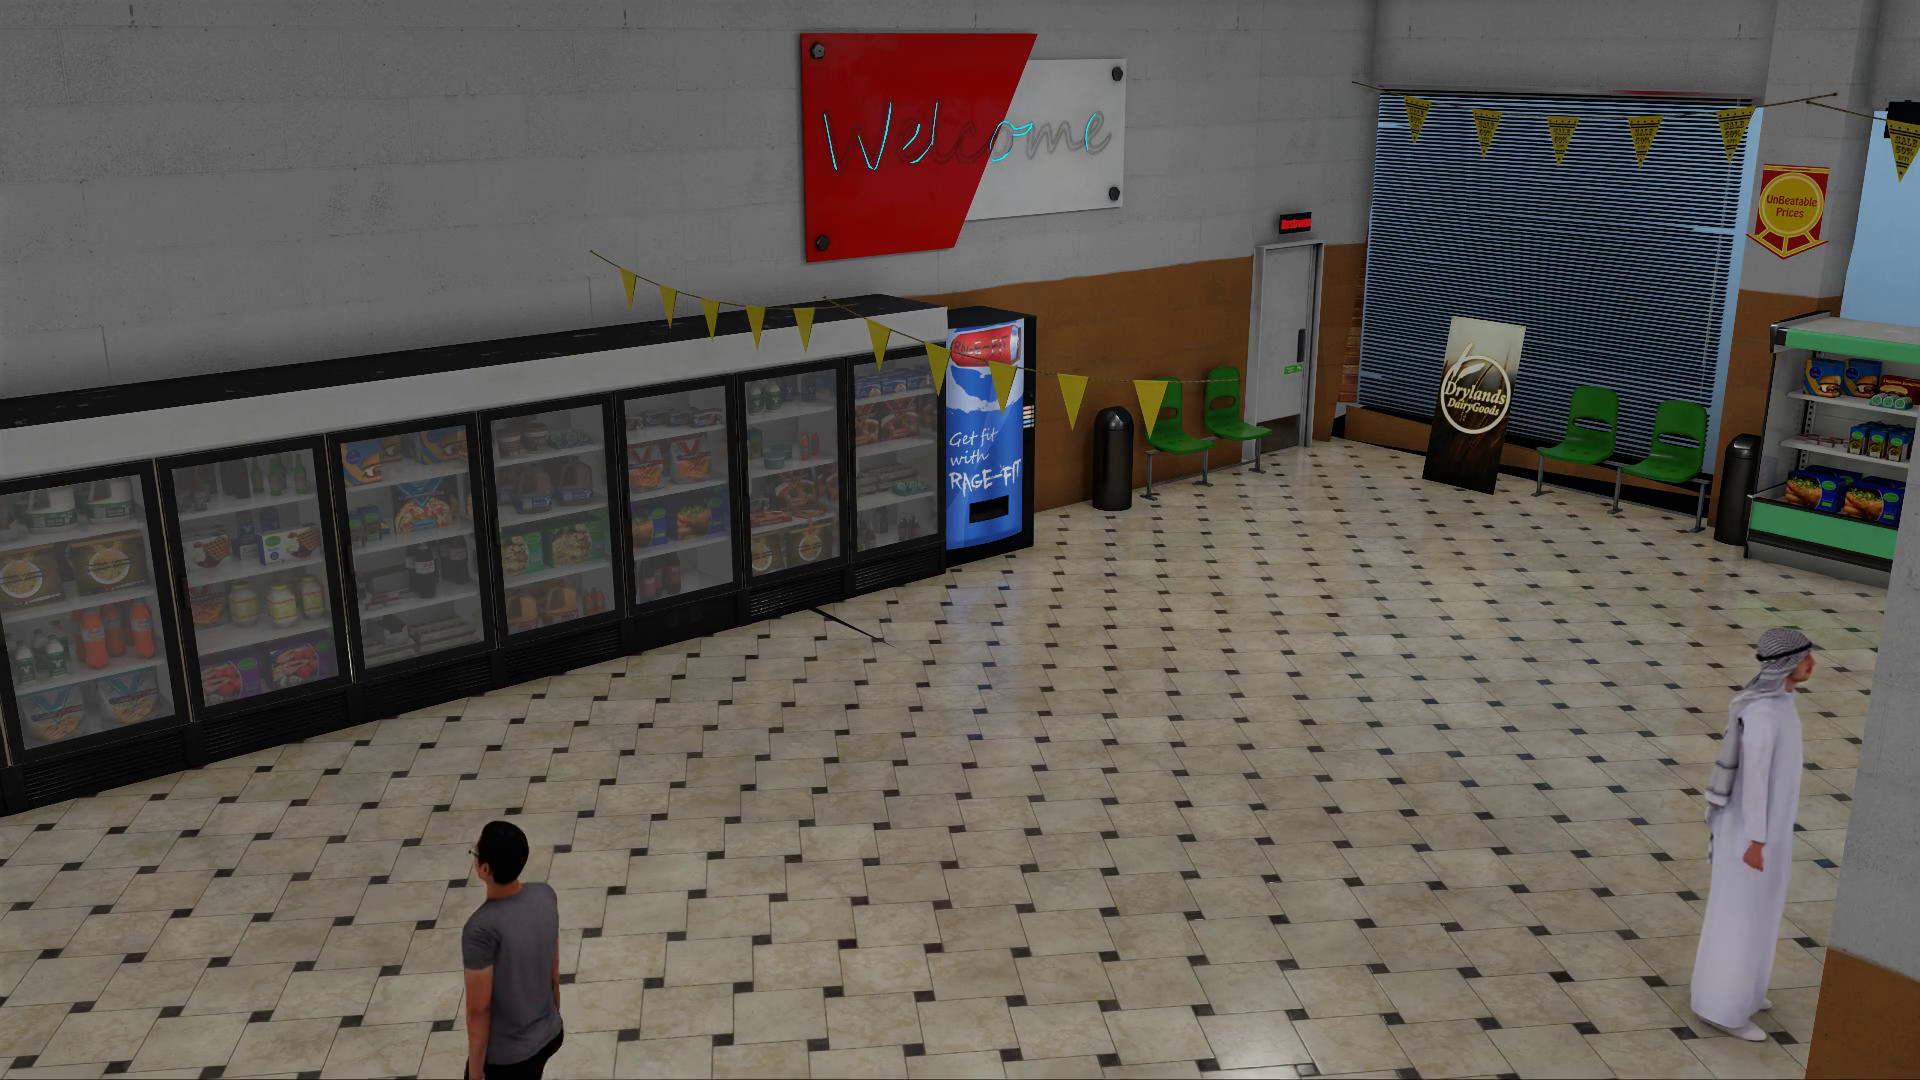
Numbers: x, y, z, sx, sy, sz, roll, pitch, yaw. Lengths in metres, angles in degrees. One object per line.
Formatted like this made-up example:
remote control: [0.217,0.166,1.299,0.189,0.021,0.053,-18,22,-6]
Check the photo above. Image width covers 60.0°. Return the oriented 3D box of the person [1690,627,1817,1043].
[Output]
person: [3.622,1.305,7.601,0.756,1.926,0.782,10,20,31]

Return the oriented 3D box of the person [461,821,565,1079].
person: [-1.578,1.863,6.092,1.046,1.734,0.886,7,18,22]
